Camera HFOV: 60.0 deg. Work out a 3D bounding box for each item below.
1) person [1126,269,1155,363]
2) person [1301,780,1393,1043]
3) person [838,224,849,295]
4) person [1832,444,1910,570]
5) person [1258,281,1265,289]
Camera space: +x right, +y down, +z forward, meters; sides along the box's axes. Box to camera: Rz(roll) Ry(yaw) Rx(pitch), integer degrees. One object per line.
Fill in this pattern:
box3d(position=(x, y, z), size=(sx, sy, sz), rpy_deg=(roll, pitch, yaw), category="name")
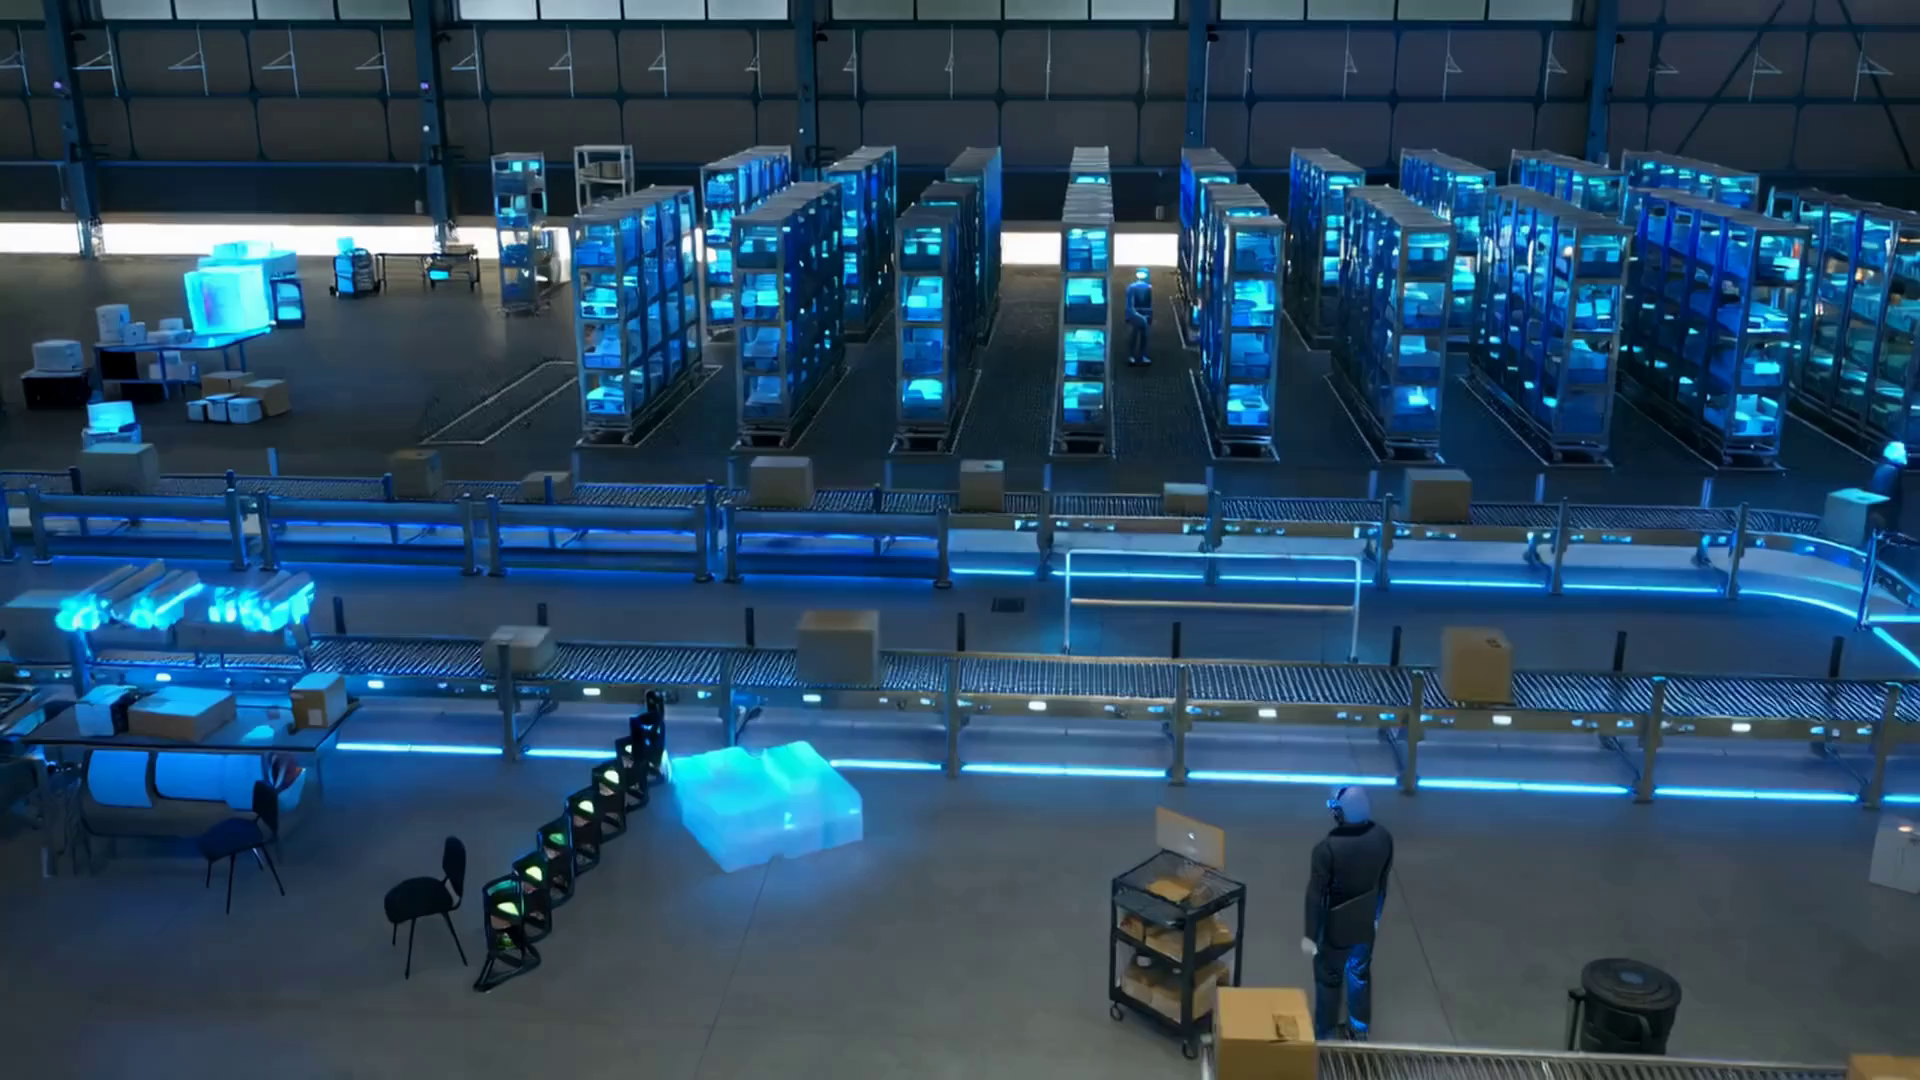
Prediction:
box3d(position=(3.523, -4.351, 32.366), size=(0.600, 1.830, 0.404), rpy_deg=(-4, 18, -13), category="person")
box3d(position=(2.458, 2.443, 10.716), size=(0.634, 1.900, 0.399), rpy_deg=(-11, 21, -31), category="person")
box3d(position=(-2.601, -6.797, 40.186), size=(0.935, 1.802, 0.578), rpy_deg=(-9, 19, -26), category="person")
box3d(position=(10.999, -0.360, 19.914), size=(0.531, 1.703, 0.947), rpy_deg=(-16, 23, -41), category="person")
box3d(position=(6.419, -5.565, 35.948), size=(0.370, 1.996, 0.622), rpy_deg=(-3, 18, -9), category="person")
